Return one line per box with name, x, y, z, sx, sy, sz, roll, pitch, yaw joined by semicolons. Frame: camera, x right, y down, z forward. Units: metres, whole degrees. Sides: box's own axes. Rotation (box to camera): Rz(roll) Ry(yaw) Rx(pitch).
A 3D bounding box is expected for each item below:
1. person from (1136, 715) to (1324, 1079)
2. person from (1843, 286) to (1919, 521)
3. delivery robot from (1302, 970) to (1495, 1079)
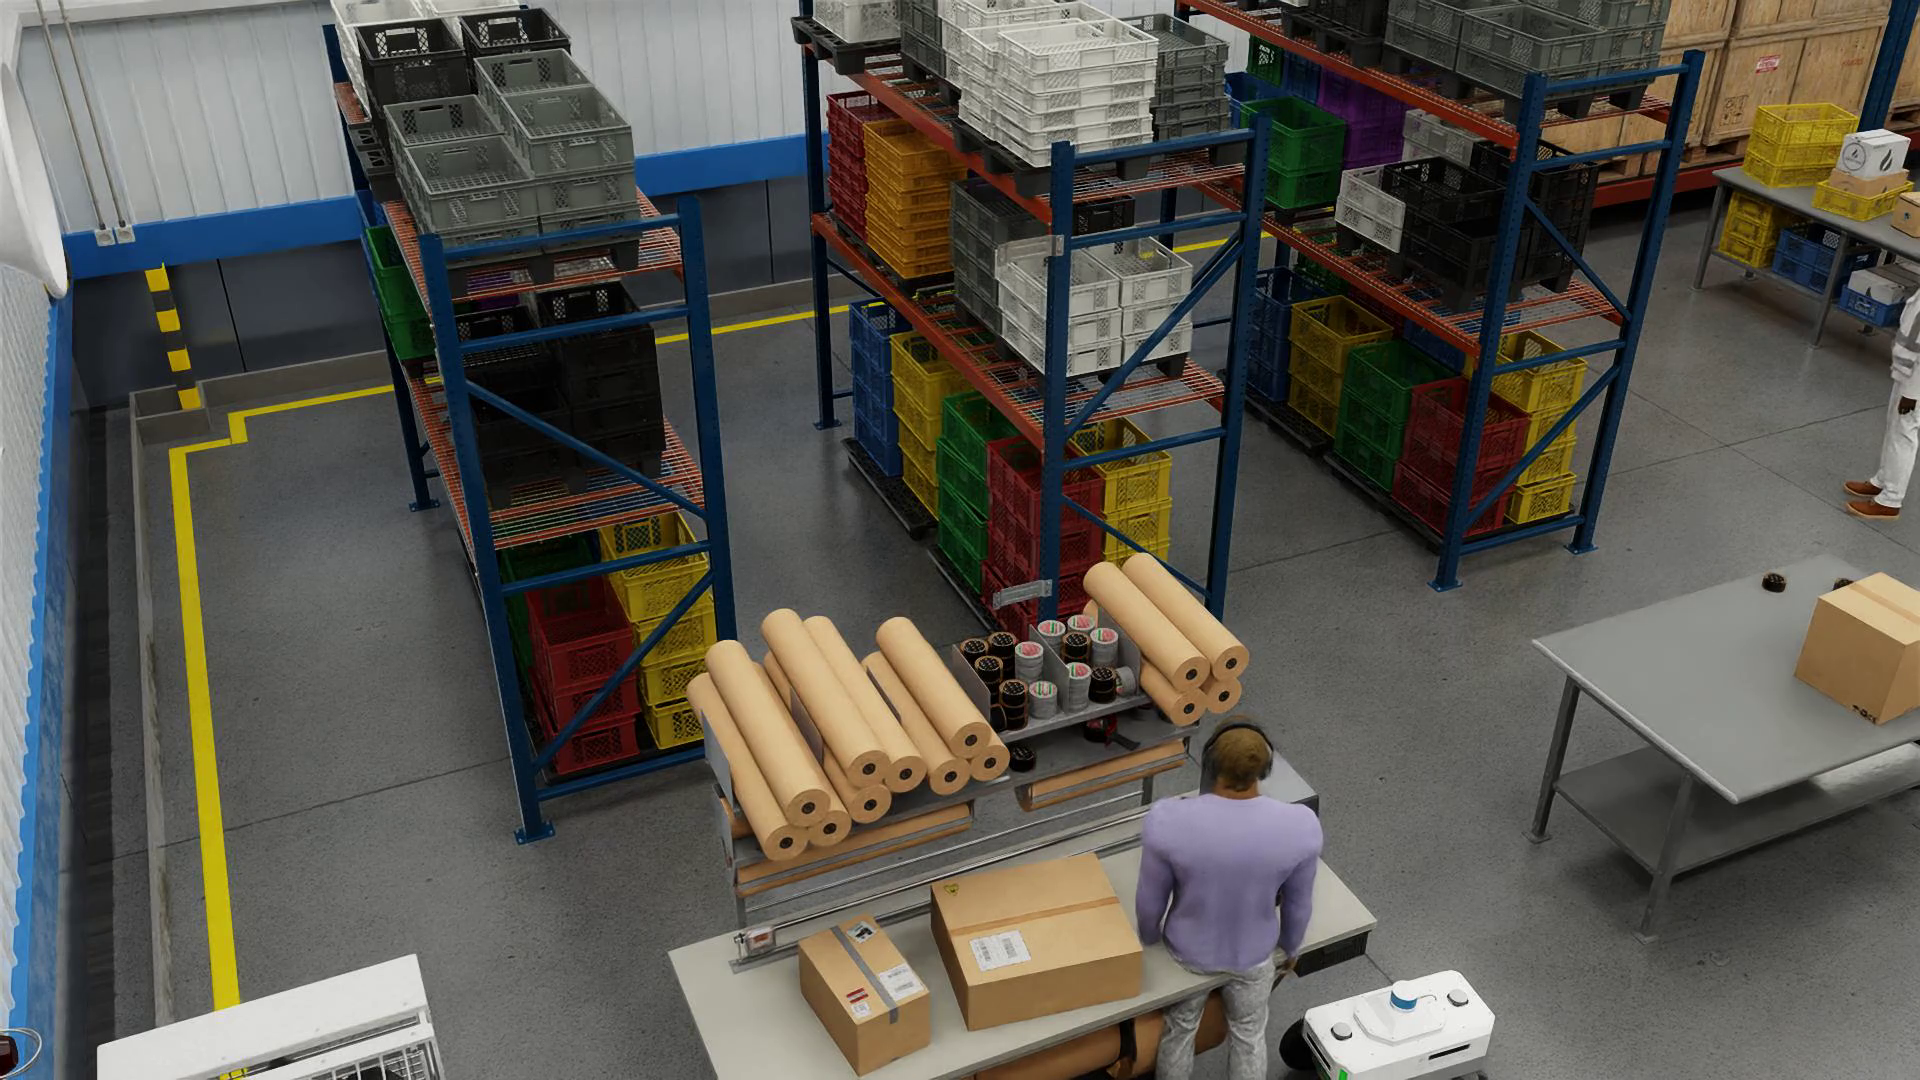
person;0.941;1.452;6.021;0.626;1.930;0.371;2;32;3
person;5.771;-1.001;10.053;0.347;1.878;0.578;12;34;18
delivery robot;1.702;1.920;6.471;0.707;0.478;0.477;-10;33;-16
